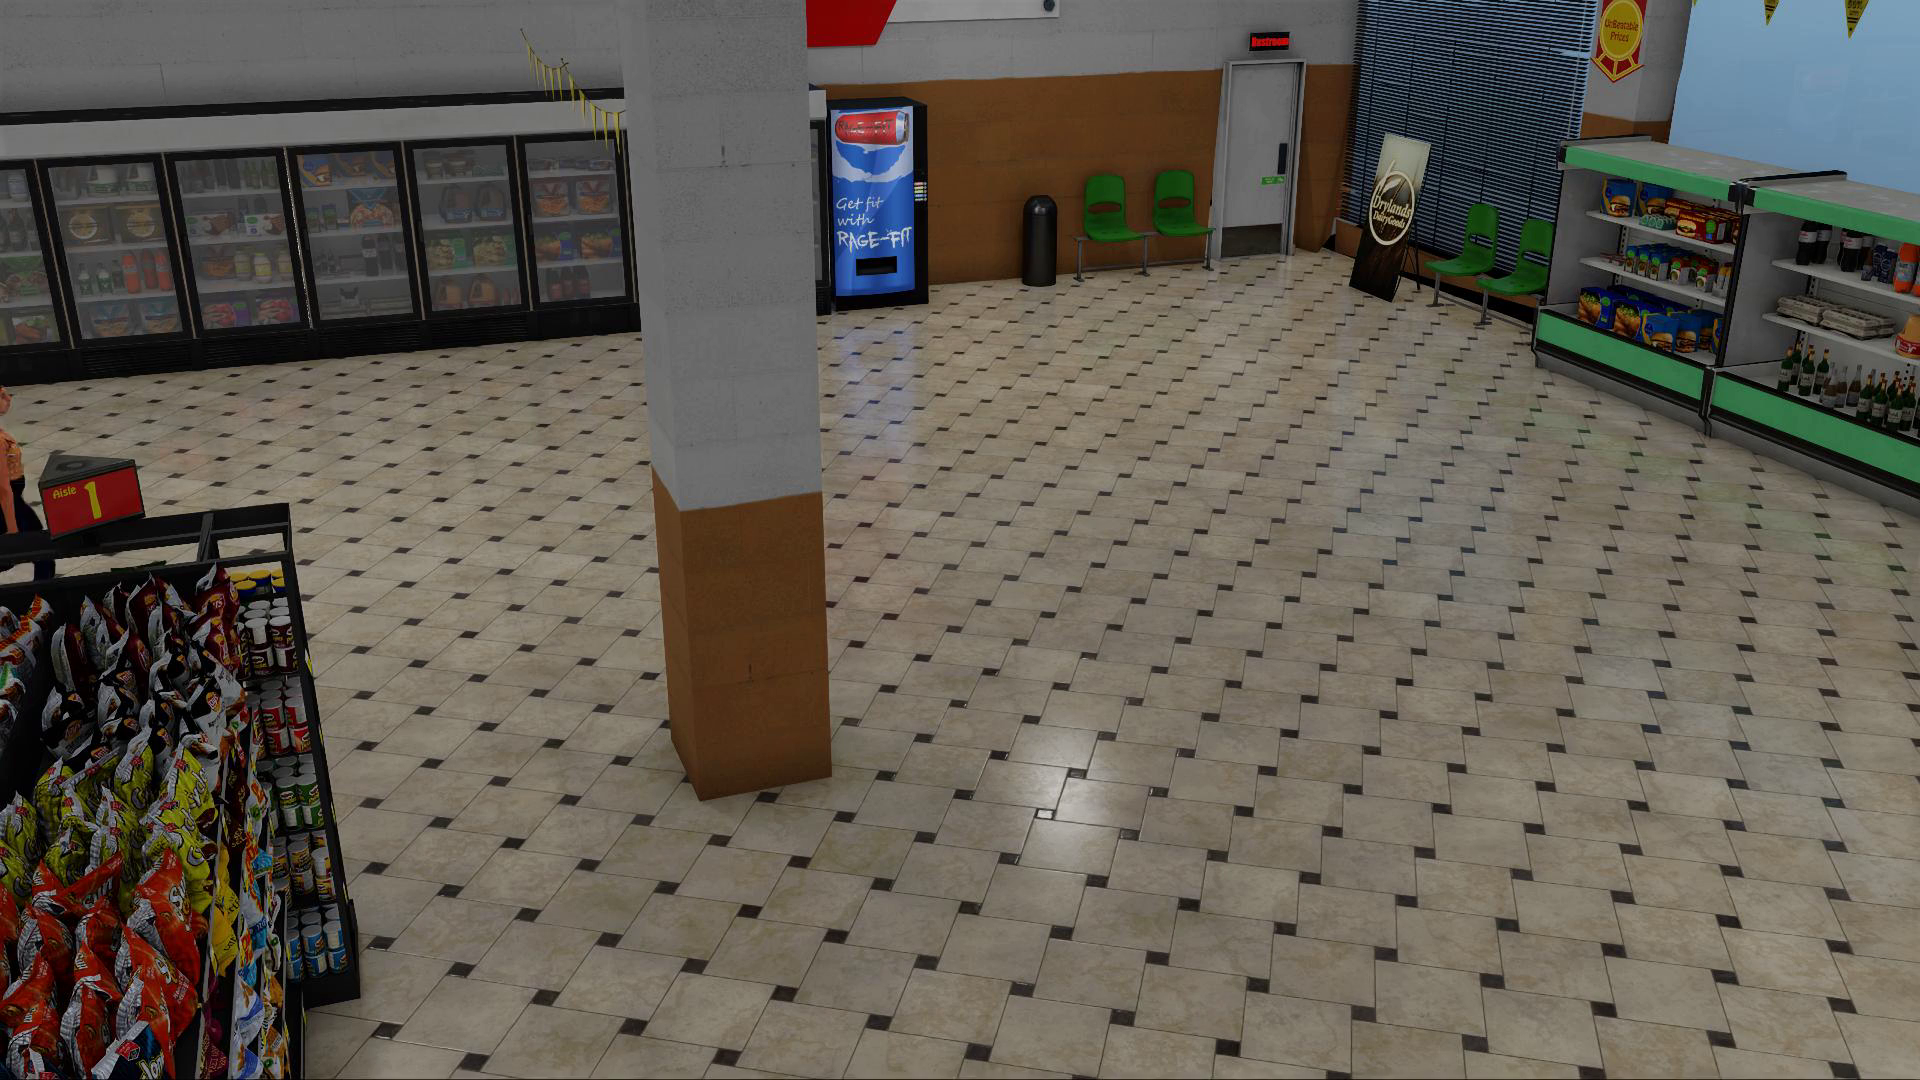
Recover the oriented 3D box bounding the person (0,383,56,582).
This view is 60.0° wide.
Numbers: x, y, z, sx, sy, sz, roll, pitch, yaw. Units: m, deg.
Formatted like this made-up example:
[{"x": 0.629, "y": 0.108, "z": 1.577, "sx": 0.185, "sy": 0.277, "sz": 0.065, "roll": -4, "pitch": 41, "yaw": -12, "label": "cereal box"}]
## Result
[{"x": -5.704, "y": -0.147, "z": 9.800, "sx": 0.860, "sy": 1.608, "sz": 1.009, "roll": -17, "pitch": 28, "yaw": -37, "label": "person"}]
